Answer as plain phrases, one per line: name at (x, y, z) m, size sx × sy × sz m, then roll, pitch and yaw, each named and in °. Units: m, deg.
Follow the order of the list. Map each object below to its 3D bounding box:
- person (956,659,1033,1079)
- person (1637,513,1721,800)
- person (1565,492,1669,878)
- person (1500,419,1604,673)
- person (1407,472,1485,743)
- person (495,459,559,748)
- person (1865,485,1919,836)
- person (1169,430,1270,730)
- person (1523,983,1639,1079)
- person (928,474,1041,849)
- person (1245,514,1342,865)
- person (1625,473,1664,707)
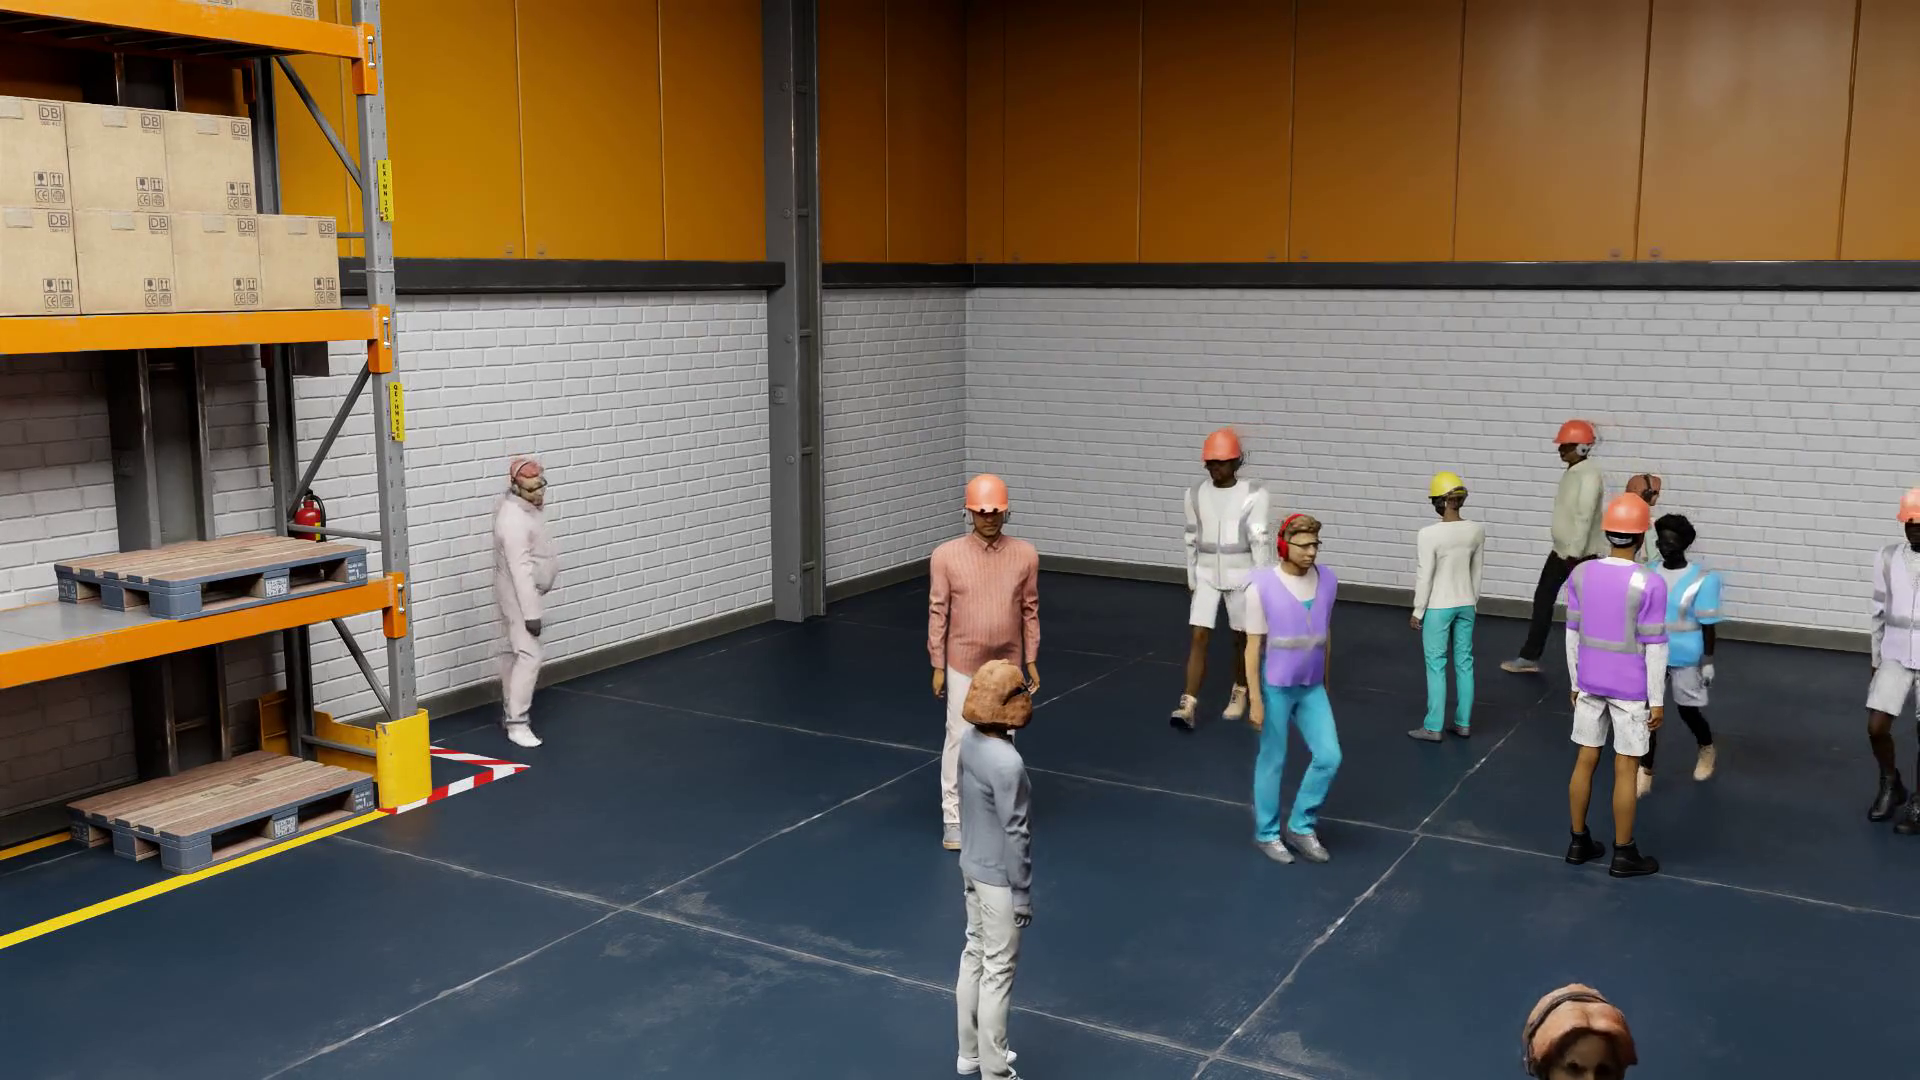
person at (0.141, 1.240, 6.135) m, size 0.273 × 1.636 × 0.507 m, roll -3°, pitch 10°, yaw -20°
person at (4.185, 0.658, 9.697) m, size 0.789 × 1.665 × 0.531 m, roll -7°, pitch 12°, yaw -39°
person at (3.319, 0.727, 8.395) m, size 0.356 × 1.941 × 0.546 m, roll -6°, pitch 11°, yaw -35°
person at (4.676, 0.065, 12.513) m, size 1.010 × 1.960 × 0.607 m, roll -1°, pitch 9°, yaw -3°
person at (3.144, 0.435, 10.775) m, size 0.522 × 1.764 × 0.318 m, roll -4°, pitch 10°, yaw -24°
person at (-2.812, 0.381, 10.811) m, size 0.410 × 1.865 × 0.803 m, roll -2°, pitch 9°, yaw -13°
person at (5.152, 0.652, 8.954) m, size 0.436 × 1.919 × 0.546 m, roll -8°, pitch 12°, yaw -40°
person at (1.720, 0.279, 11.028) m, size 0.614 × 1.995 × 1.017 m, roll 4°, pitch 10°, yaw 25°
person at (1.224, 1.676, 3.484) m, size 0.525 × 1.614 × 0.690 m, roll 0°, pitch 9°, yaw 2°
person at (0.138, 0.639, 8.776) m, size 0.614 × 1.993 × 0.395 m, roll -2°, pitch 9°, yaw -14°
person at (1.712, 0.772, 8.465) m, size 0.606 × 1.820 × 0.551 m, roll -5°, pitch 10°, yaw -28°
person at (4.736, 0.353, 11.662) m, size 0.313 × 1.642 × 0.513 m, roll -2°, pitch 9°, yaw -10°
